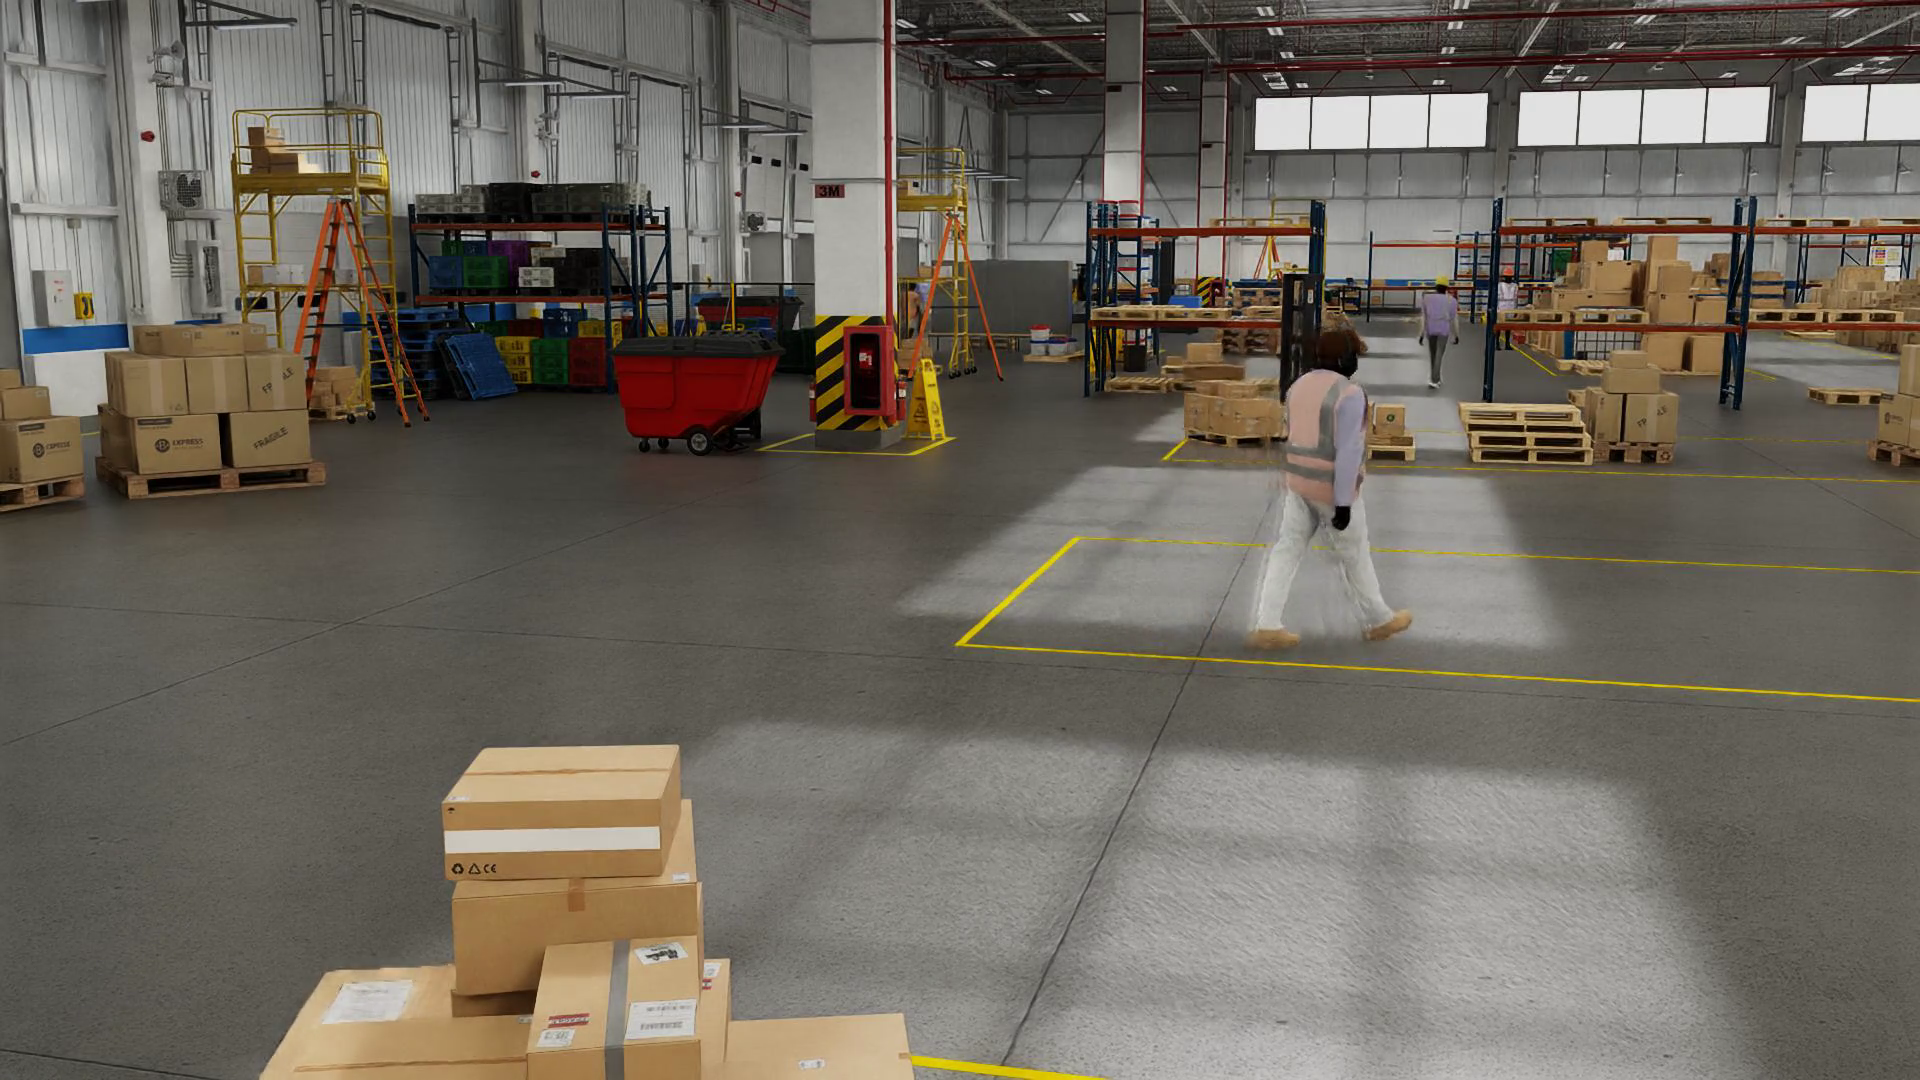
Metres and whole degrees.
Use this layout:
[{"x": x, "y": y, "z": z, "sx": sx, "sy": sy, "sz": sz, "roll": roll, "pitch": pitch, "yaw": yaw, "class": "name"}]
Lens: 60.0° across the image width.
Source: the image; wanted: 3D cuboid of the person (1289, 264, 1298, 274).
[{"x": 12.662, "y": -9.521, "z": 63.254, "sx": 0.371, "sy": 1.934, "sz": 0.627, "roll": 3, "pitch": 10, "yaw": 17, "class": "person"}]

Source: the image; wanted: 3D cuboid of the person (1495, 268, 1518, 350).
[{"x": 12.834, "y": -5.417, "z": 39.072, "sx": 0.545, "sy": 1.939, "sz": 0.354, "roll": -1, "pitch": 10, "yaw": -6, "class": "person"}]

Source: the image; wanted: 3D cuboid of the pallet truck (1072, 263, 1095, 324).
[{"x": 4.325, "y": -8.180, "z": 55.162, "sx": 0.823, "sy": 1.965, "sz": 1.885, "roll": 6, "pitch": 11, "yaw": 31, "class": "pallet truck"}]

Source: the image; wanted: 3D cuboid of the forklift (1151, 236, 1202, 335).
[{"x": 5.866, "y": -7.214, "z": 46.878, "sx": 1.873, "sy": 2.768, "sz": 1.129, "roll": 2, "pitch": 10, "yaw": 14, "class": "forklift"}]

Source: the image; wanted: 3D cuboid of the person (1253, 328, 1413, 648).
[{"x": 2.079, "y": -0.285, "z": 9.303, "sx": 1.008, "sy": 1.783, "sz": 0.644, "roll": -5, "pitch": 11, "yaw": -27, "class": "person"}]

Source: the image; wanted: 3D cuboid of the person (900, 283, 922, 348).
[{"x": -1.148, "y": -5.218, "z": 38.681, "sx": 0.520, "sy": 1.670, "sz": 0.365, "roll": 5, "pitch": 11, "yaw": 28, "class": "person"}]

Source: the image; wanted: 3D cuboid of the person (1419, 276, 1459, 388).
[{"x": 8.025, "y": -3.480, "z": 27.866, "sx": 0.611, "sy": 1.878, "sz": 1.002, "roll": 6, "pitch": 11, "yaw": 32, "class": "person"}]

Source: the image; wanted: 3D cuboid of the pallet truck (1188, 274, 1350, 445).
[{"x": 3.653, "y": -2.138, "z": 19.590, "sx": 1.885, "sy": 1.965, "sz": 0.823, "roll": -4, "pitch": 10, "yaw": -20, "class": "pallet truck"}]

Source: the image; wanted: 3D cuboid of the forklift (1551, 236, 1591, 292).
[{"x": 19.392, "y": -8.069, "z": 51.914, "sx": 1.873, "sy": 2.768, "sz": 1.129, "roll": 2, "pitch": 10, "yaw": 14, "class": "forklift"}]

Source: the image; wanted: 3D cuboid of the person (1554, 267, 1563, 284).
[{"x": 18.664, "y": -7.514, "z": 51.549, "sx": 0.932, "sy": 1.908, "sz": 0.648, "roll": 1, "pitch": 10, "yaw": 8, "class": "person"}]

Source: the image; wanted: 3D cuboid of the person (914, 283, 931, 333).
[{"x": -1.102, "y": -6.903, "z": 47.858, "sx": 0.601, "sy": 1.923, "sz": 0.505, "roll": -4, "pitch": 10, "yaw": -20, "class": "person"}]

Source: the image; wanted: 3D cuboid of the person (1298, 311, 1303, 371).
[{"x": 6.710, "y": -4.113, "z": 31.983, "sx": 0.484, "sy": 1.739, "sz": 0.319, "roll": -8, "pitch": 13, "yaw": -40, "class": "person"}]
